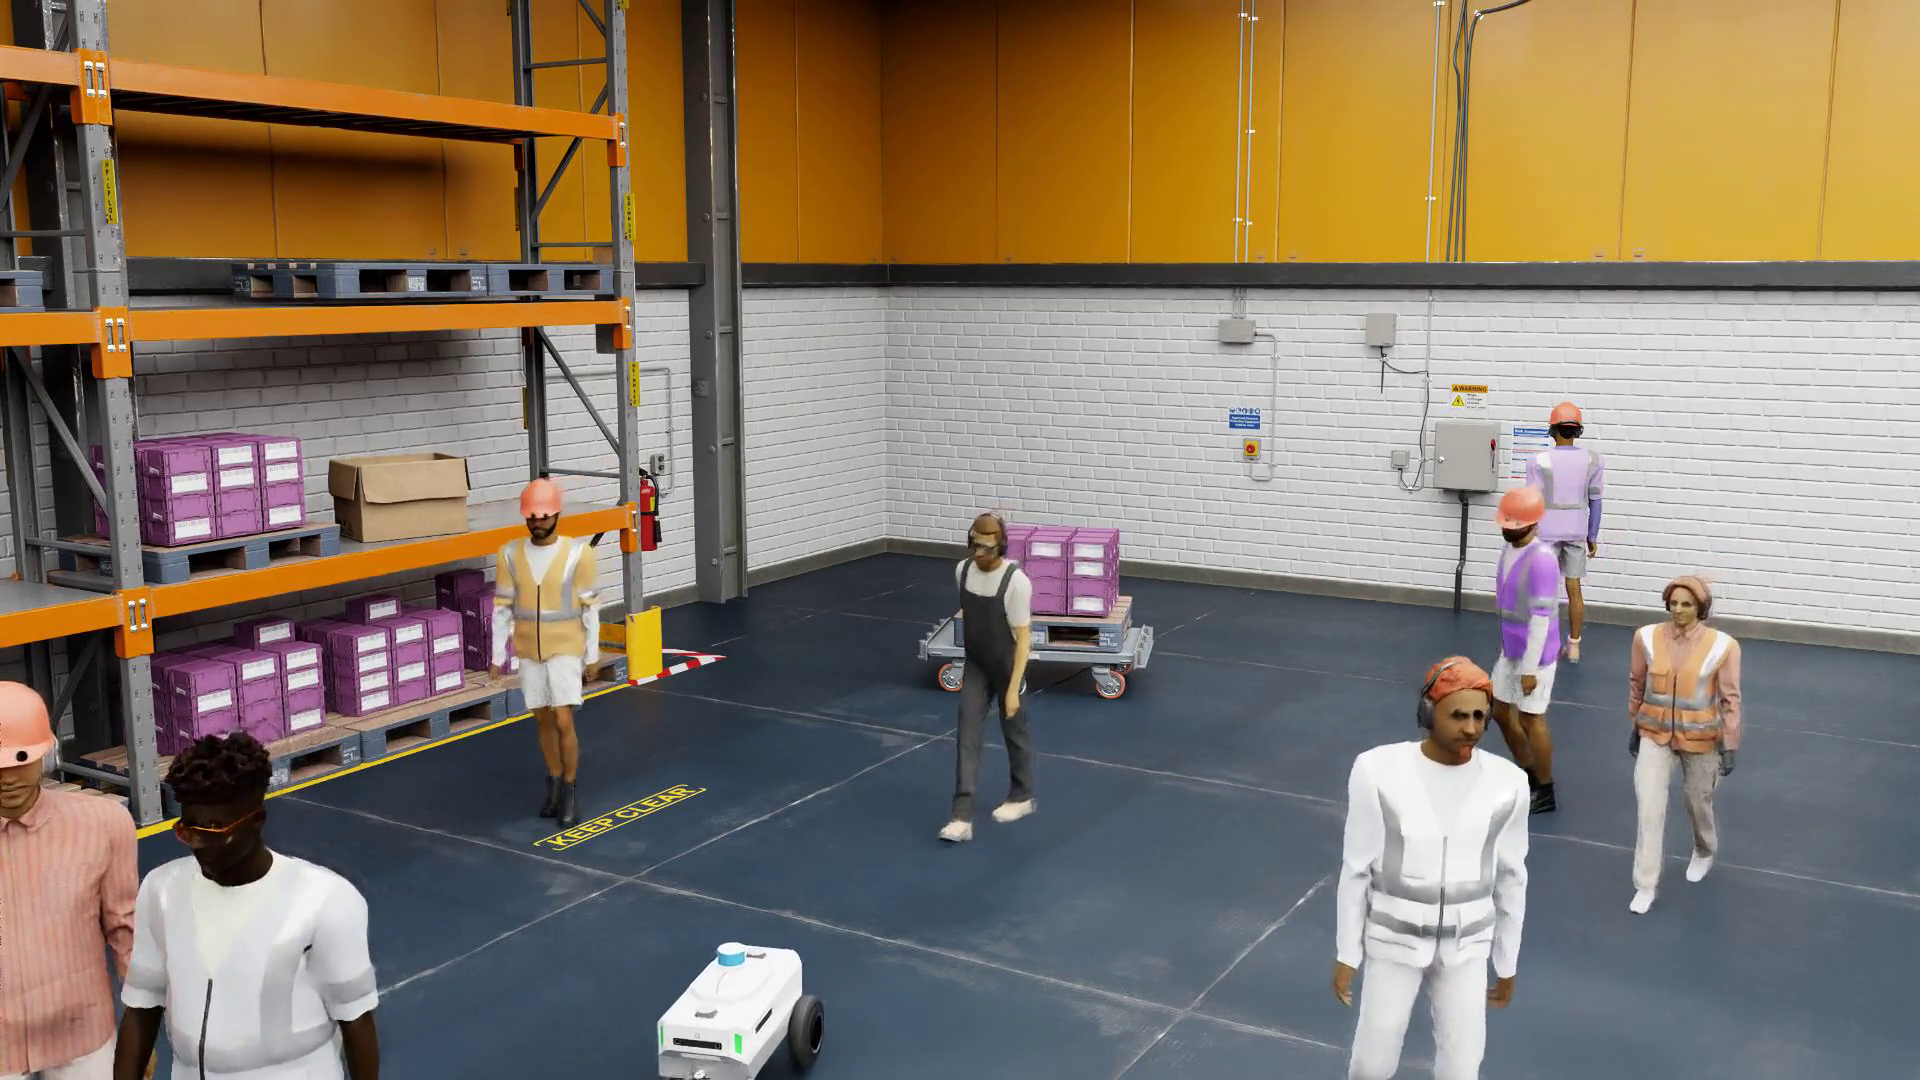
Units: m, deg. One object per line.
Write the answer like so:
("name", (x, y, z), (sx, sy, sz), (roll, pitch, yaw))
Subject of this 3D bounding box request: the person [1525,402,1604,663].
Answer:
("person", (4.659, -0.052, 12.940), (0.615, 2.043, 0.373), (0, 9, -3))

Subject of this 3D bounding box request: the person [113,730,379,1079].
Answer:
("person", (-1.795, 1.429, 4.029), (0.617, 1.922, 0.916), (2, 9, 15))

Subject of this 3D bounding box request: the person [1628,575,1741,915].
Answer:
("person", (3.516, 0.947, 8.068), (0.524, 1.606, 0.829), (7, 11, 37))

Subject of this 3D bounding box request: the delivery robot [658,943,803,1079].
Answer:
("delivery robot", (-0.839, 1.733, 6.137), (0.477, 0.478, 0.707), (2, 9, 13))

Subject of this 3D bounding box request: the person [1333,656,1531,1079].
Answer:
("person", (1.465, 1.269, 5.234), (0.616, 1.866, 0.743), (0, 9, 3))

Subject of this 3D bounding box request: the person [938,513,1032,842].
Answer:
("person", (0.159, 0.722, 8.912), (0.520, 1.779, 0.909), (6, 11, 34))

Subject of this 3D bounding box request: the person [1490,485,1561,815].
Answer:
("person", (3.134, 0.617, 9.228), (0.543, 1.890, 0.563), (-1, 9, -7))

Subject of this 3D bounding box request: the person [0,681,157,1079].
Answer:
("person", (-2.477, 1.339, 4.444), (0.617, 1.986, 0.408), (-6, 11, -34))

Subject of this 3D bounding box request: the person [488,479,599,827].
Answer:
("person", (-2.289, 0.622, 9.111), (0.568, 1.912, 0.644), (1, 9, 5))
